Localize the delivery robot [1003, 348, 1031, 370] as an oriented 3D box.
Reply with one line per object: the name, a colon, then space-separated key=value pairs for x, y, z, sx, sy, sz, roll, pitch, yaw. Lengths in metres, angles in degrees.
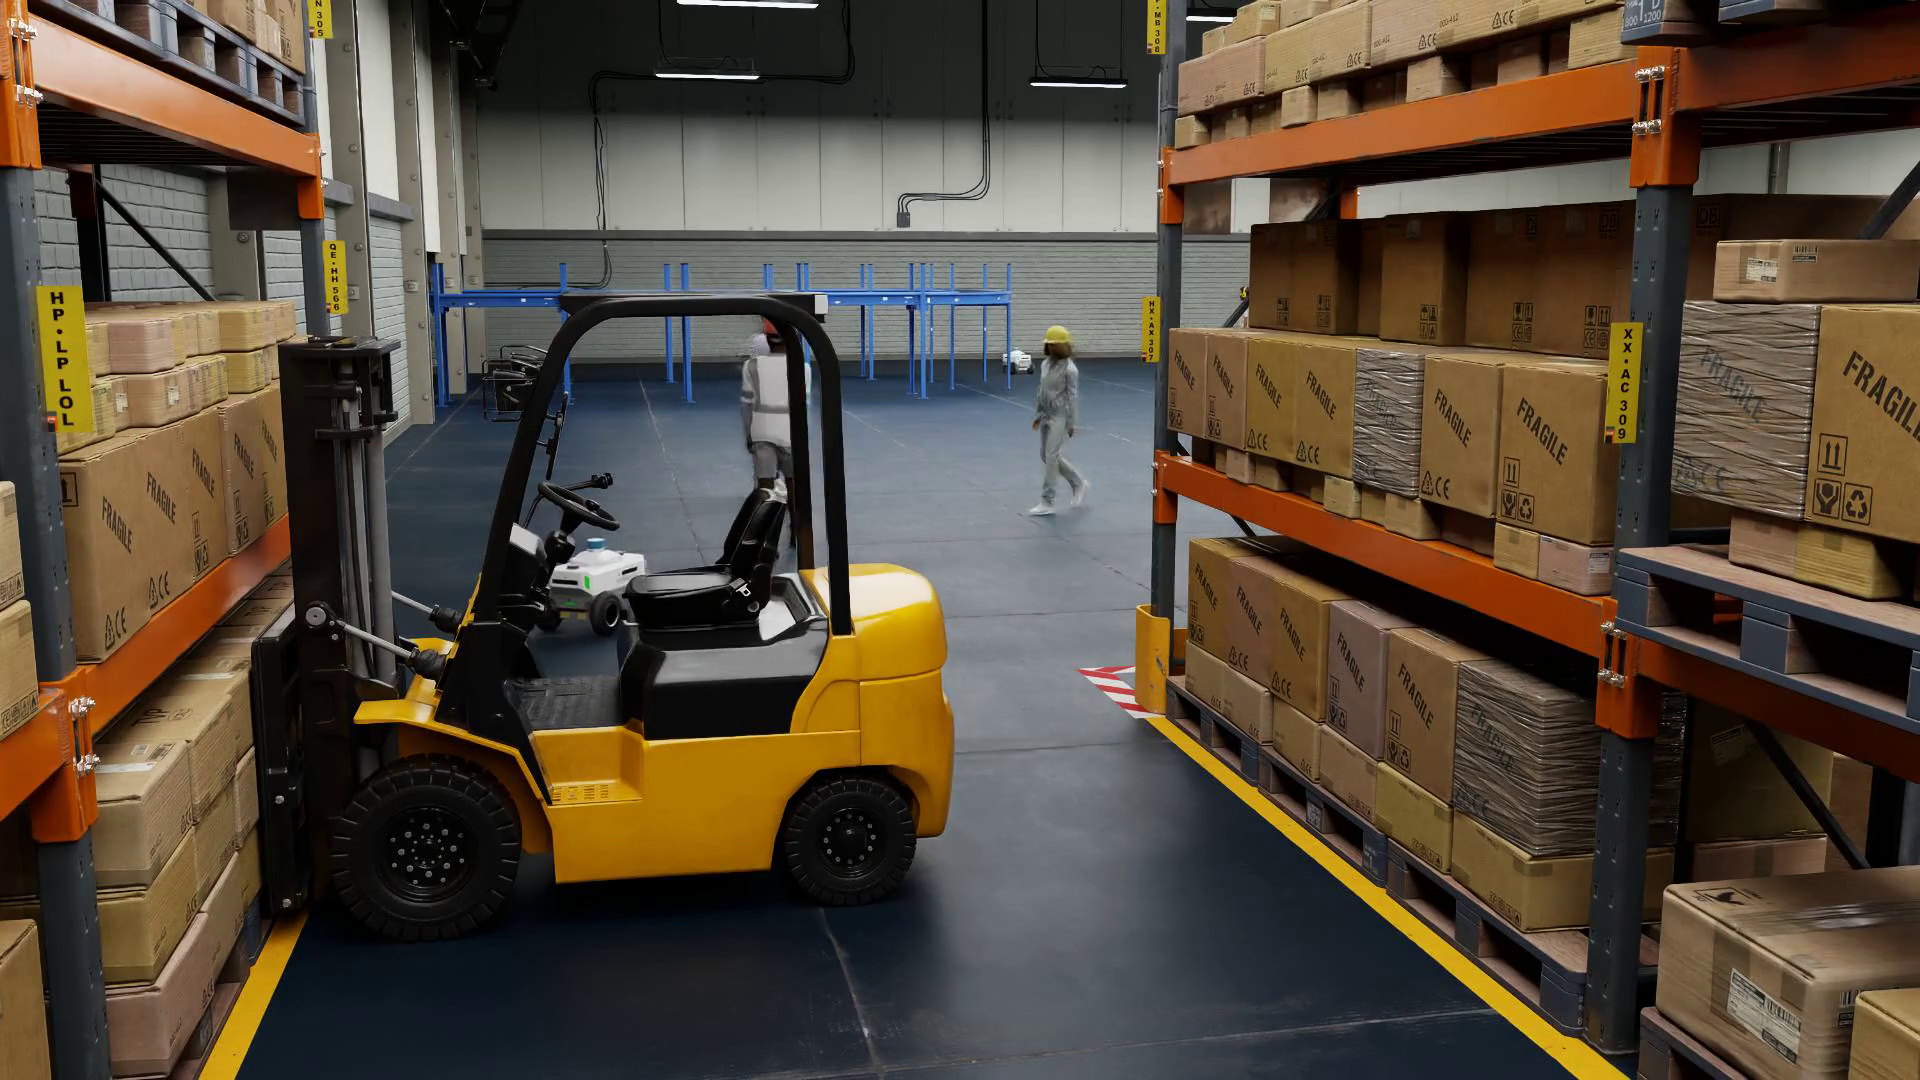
delivery robot: x=1.209 y=-3.840 z=35.314 sx=0.477 sy=0.478 sz=0.707 roll=-5 pitch=11 yaw=-27

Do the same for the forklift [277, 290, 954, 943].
forklift: x=-1.179 y=0.175 z=6.143 sx=2.313 sy=2.155 sz=1.214 roll=-2 pitch=10 yaw=-12

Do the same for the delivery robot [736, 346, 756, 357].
delivery robot: x=-4.481 y=-4.071 z=35.933 sx=0.698 sy=0.223 sz=0.335 roll=1 pitch=9 yaw=6

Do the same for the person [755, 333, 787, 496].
person: x=-1.793 y=-1.377 z=16.362 sx=0.556 sy=1.904 sz=0.588 roll=-4 pitch=10 yaw=-24

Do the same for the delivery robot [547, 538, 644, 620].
delivery robot: x=-2.292 y=0.233 z=10.487 sx=0.477 sy=0.478 sz=0.707 roll=3 pitch=10 yaw=20

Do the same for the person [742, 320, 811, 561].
person: x=-1.423 y=-0.826 z=13.050 sx=0.554 sy=1.885 sz=0.964 roll=0 pitch=9 yaw=0

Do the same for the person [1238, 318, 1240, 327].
person: x=5.863 y=-4.094 z=33.849 sx=0.546 sy=1.590 sz=0.868 roll=-3 pitch=10 yaw=-15

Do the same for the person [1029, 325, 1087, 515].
person: x=0.915 y=-1.122 z=15.335 sx=0.655 sy=1.728 sz=0.504 roll=-5 pitch=11 yaw=-29

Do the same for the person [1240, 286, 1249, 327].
person: x=5.683 y=-4.108 z=33.103 sx=0.331 sy=1.872 sz=0.513 roll=5 pitch=10 yaw=26
